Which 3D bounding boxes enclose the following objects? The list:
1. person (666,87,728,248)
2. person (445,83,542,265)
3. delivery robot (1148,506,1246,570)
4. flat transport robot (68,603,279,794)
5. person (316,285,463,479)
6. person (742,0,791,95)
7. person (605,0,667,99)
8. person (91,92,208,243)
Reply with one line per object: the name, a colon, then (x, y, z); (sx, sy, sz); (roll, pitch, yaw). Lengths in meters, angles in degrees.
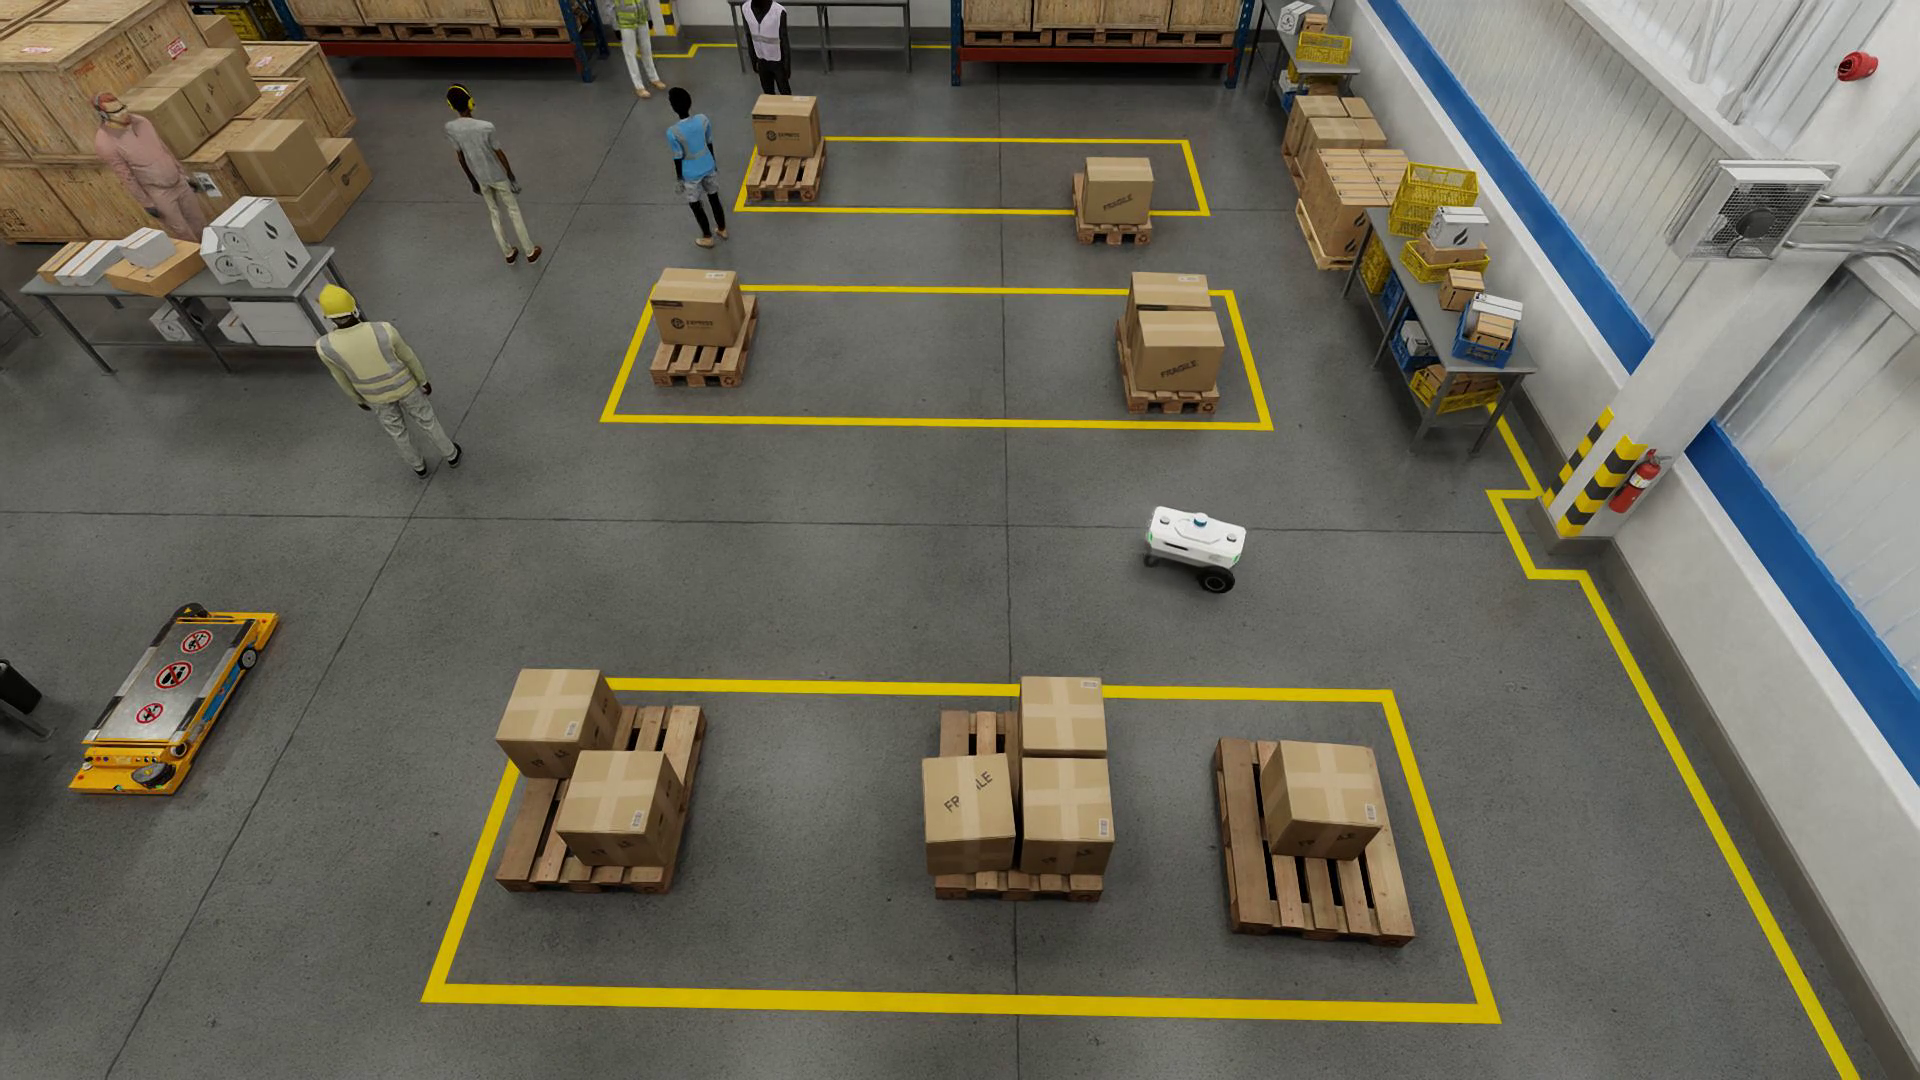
person: (-2.810, -3.926, 9.751); (0.329, 1.686, 0.574); (32, 57, 24)
person: (-4.842, -3.737, 9.484); (0.500, 1.857, 0.327); (2, 50, 1)
delivery robot: (1.827, -0.018, 7.120); (0.707, 0.478, 0.477); (16, 52, 13)
flat transport robot: (-5.504, 1.072, 6.442); (0.652, 0.197, 1.431); (1, 50, 1)
person: (-4.606, -1.246, 7.387); (0.590, 1.833, 0.404); (-22, 53, -17)
person: (-2.333, -5.926, 11.301); (0.583, 1.910, 0.394); (16, 52, 13)
person: (-4.340, -6.883, 12.161); (0.429, 1.833, 0.627); (31, 57, 24)
person: (-8.061, -3.568, 9.306); (0.403, 1.904, 0.651); (7, 50, 6)
